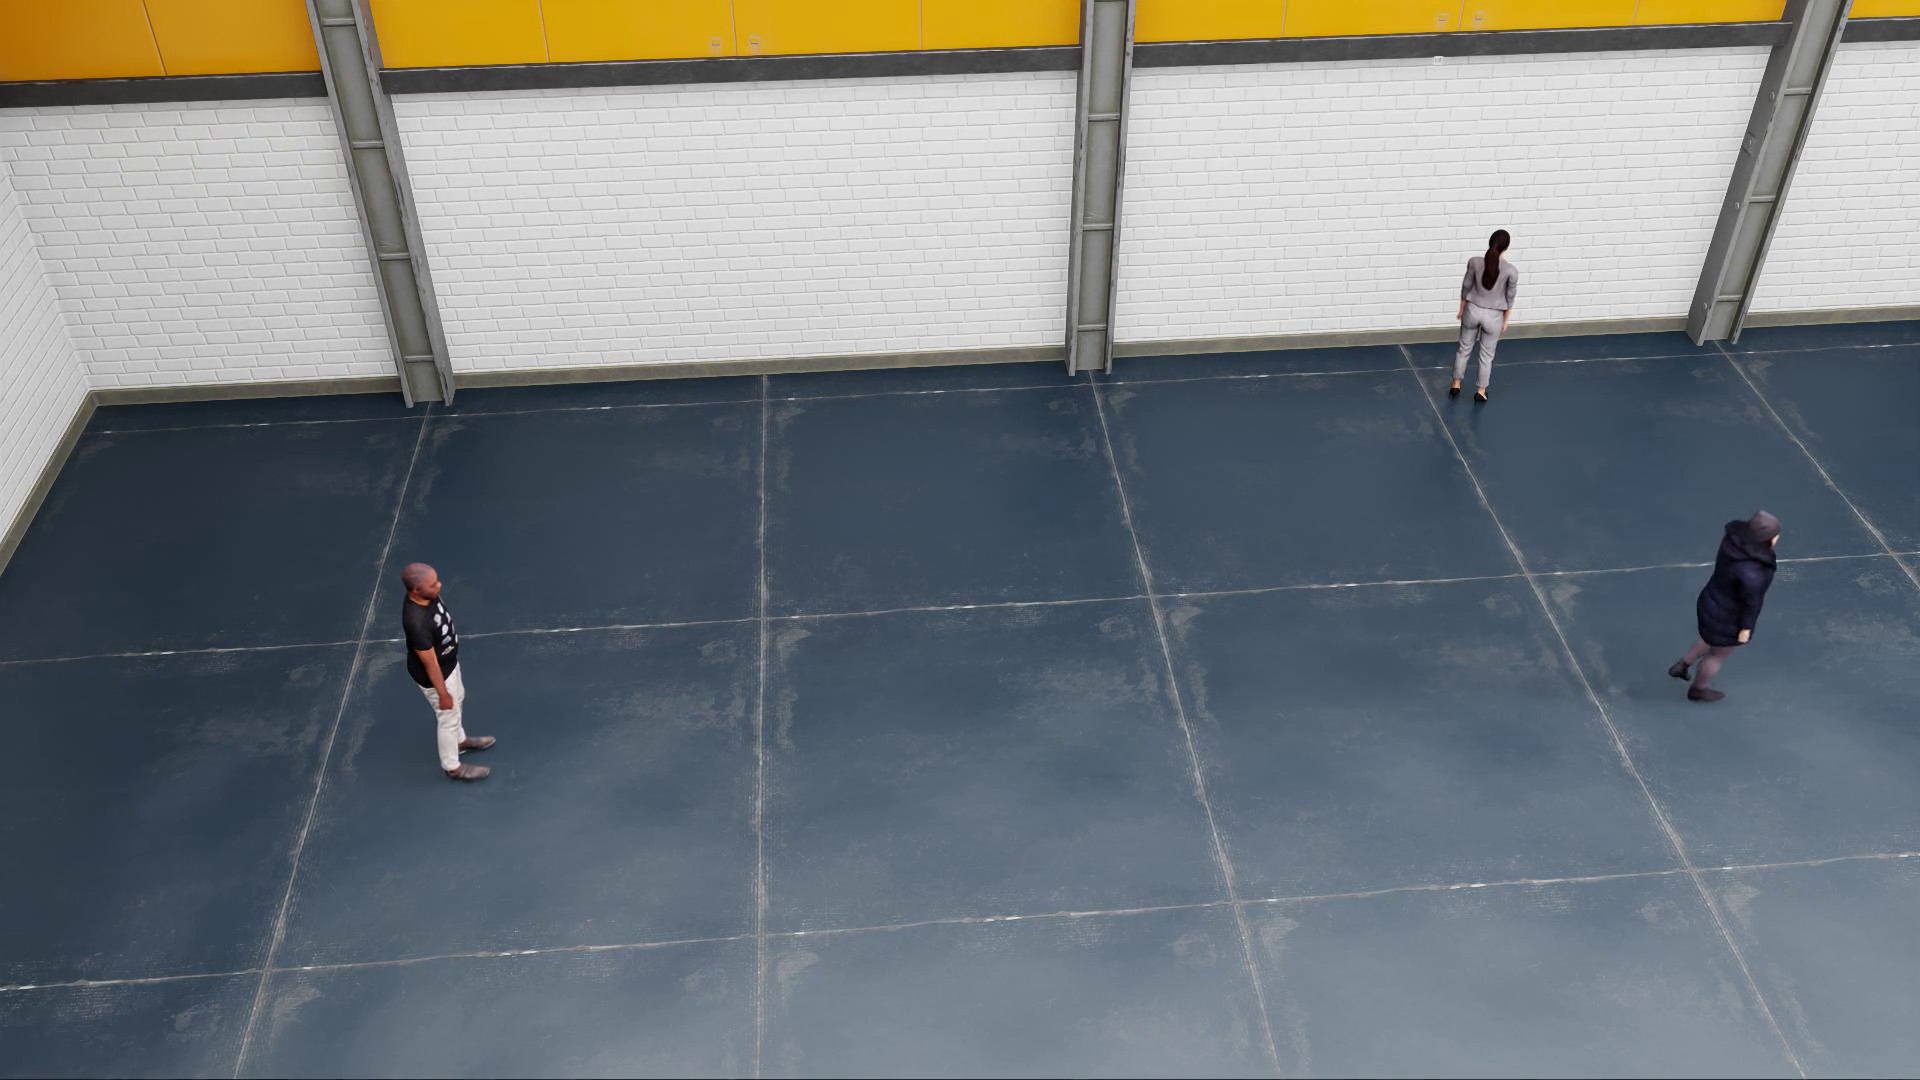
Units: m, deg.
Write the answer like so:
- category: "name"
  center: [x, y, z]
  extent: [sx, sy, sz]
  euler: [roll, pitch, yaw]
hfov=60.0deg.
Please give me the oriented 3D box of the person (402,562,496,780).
- category: "person"
  center: [-3.446, 0.849, 10.932]
  extent: [0.644, 1.801, 0.683]
  euler: [-7, 39, -8]

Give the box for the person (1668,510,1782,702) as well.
- category: "person"
  center: [5.242, 0.471, 11.509]
  extent: [0.721, 1.671, 0.704]
  euler: [1, 39, 1]

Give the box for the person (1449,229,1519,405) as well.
- category: "person"
  center: [4.562, -1.941, 14.524]
  extent: [0.700, 1.678, 0.780]
  euler: [21, 43, 24]
